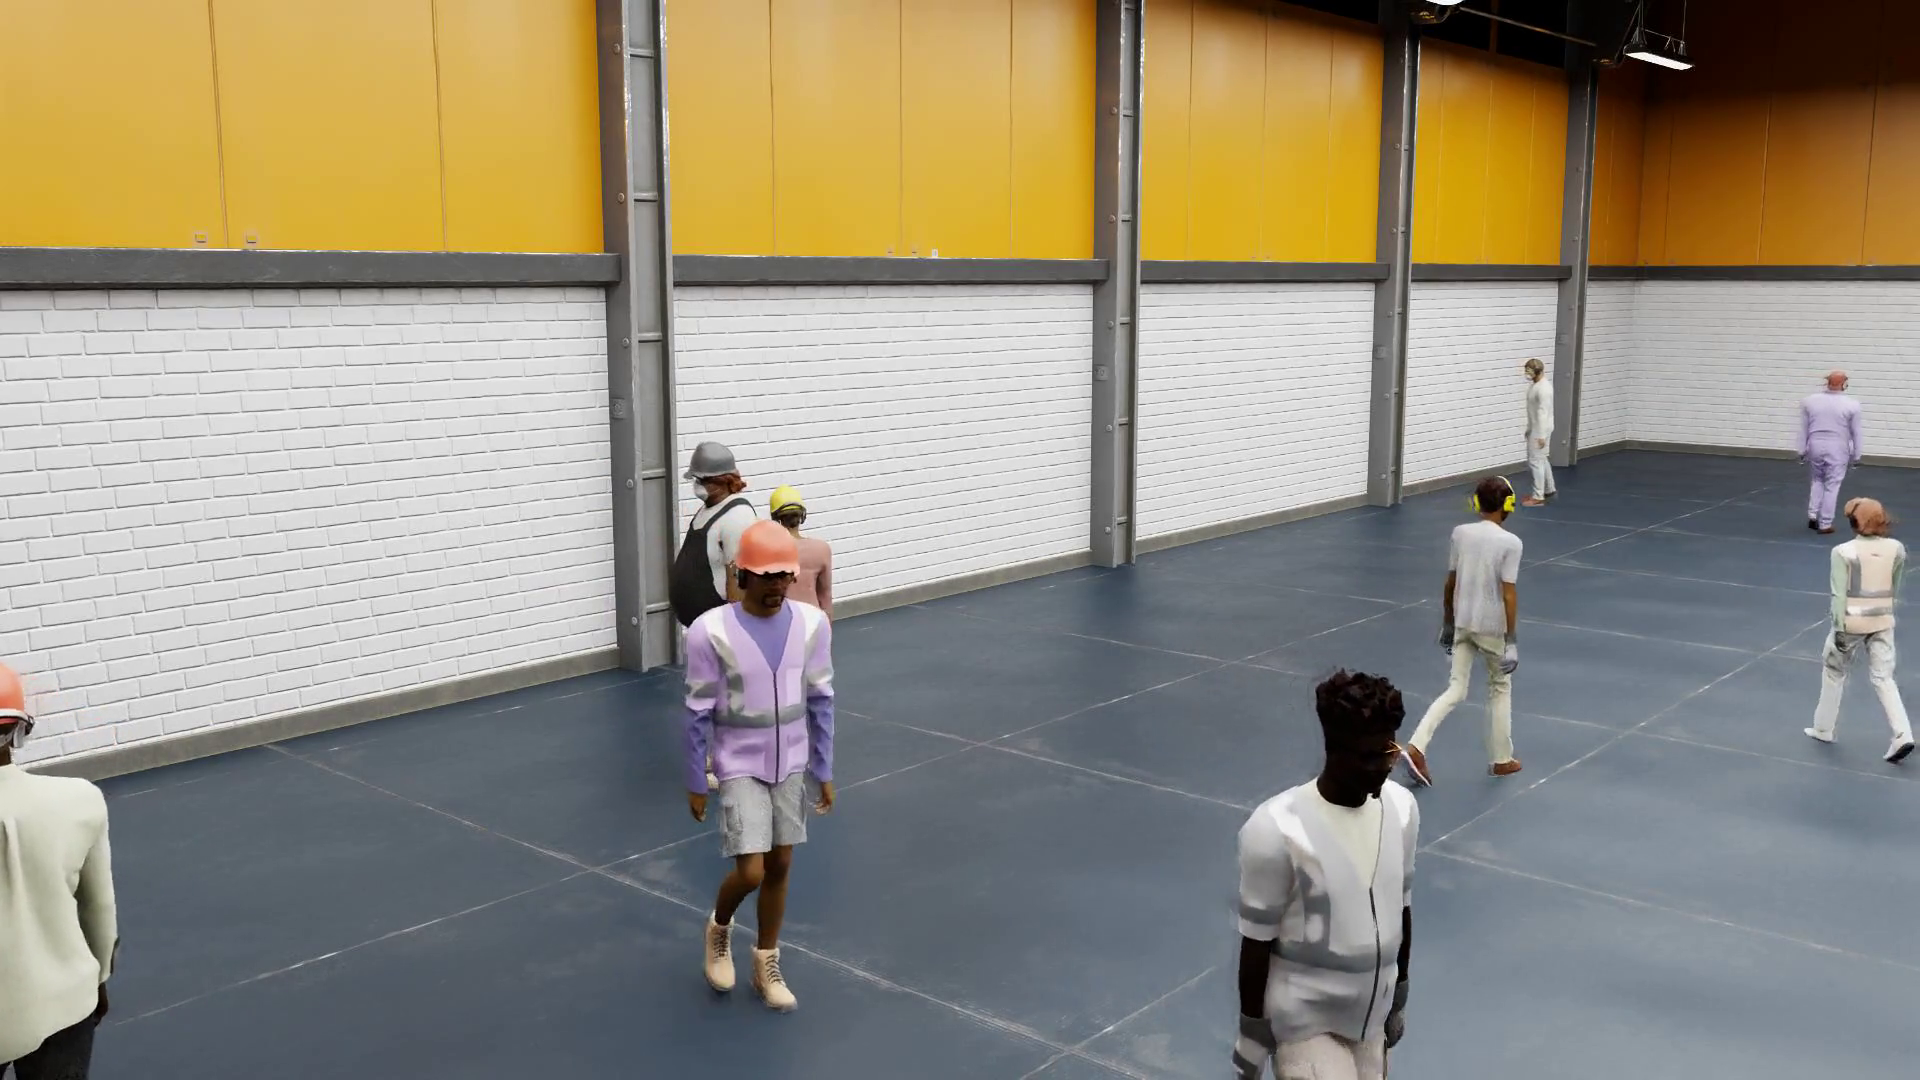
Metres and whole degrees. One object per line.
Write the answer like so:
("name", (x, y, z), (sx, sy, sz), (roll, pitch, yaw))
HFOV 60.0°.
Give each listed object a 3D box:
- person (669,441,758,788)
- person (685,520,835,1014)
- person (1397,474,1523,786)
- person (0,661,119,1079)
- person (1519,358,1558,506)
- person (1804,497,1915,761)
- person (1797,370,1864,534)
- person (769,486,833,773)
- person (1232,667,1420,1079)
("person", (-1.431, 0.414, 9.757), (0.535, 2.000, 0.686), (-4, 10, -23))
("person", (-0.785, 0.912, 6.687), (0.603, 2.022, 0.482), (-6, 11, -32))
("person", (2.993, 0.534, 9.716), (0.900, 1.830, 0.565), (-6, 11, -35))
("person", (-2.681, 1.273, 4.616), (0.939, 1.951, 0.641), (7, 12, 39))
("person", (7.546, -1.395, 21.529), (0.554, 1.914, 0.822), (2, 9, 12))
("person", (5.640, 0.542, 10.316), (0.509, 1.606, 0.778), (-1, 9, -5))
("person", (10.040, -1.010, 19.152), (0.462, 1.890, 0.679), (-8, 12, -40))
("person", (-0.983, 0.561, 9.727), (0.523, 1.760, 0.328), (-7, 11, -36))
("person", (0.993, 1.276, 4.710), (0.602, 1.933, 0.845), (-5, 10, -30))
